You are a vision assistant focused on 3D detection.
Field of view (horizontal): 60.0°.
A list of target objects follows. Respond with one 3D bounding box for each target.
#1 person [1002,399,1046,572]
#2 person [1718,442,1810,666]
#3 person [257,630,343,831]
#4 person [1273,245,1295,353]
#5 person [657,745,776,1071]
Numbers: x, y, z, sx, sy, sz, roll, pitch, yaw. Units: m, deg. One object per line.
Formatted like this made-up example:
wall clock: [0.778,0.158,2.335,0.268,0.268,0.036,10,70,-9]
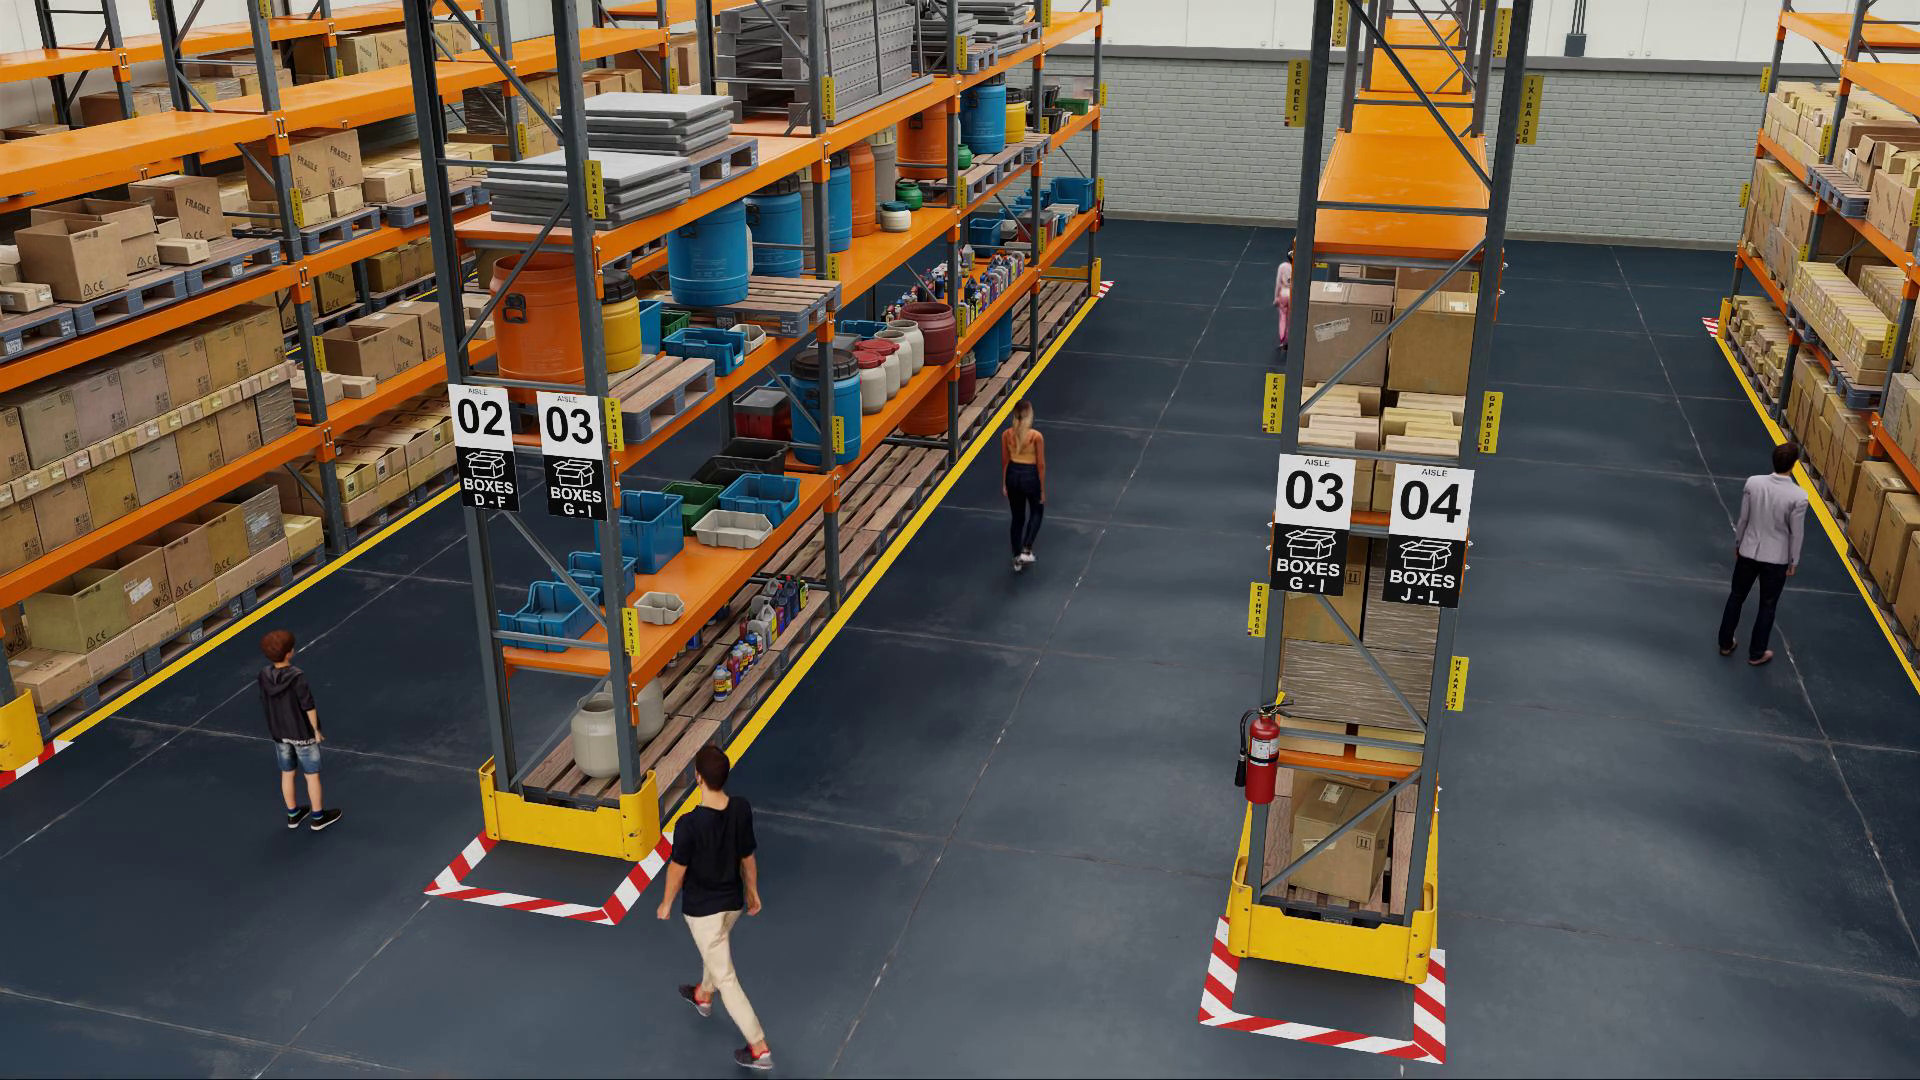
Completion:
person: [0.557,-0.469,15.144,0.600,1.618,0.579,8,24,18]
person: [6.498,0.101,13.446,0.752,1.847,0.749,-19,29,-38]
person: [-4.458,1.265,11.130,0.530,1.447,0.516,5,23,12]
person: [4.374,-3.206,22.074,0.597,1.436,0.710,8,23,18]
person: [-1.250,1.998,8.855,1.030,1.812,1.180,18,28,37]
